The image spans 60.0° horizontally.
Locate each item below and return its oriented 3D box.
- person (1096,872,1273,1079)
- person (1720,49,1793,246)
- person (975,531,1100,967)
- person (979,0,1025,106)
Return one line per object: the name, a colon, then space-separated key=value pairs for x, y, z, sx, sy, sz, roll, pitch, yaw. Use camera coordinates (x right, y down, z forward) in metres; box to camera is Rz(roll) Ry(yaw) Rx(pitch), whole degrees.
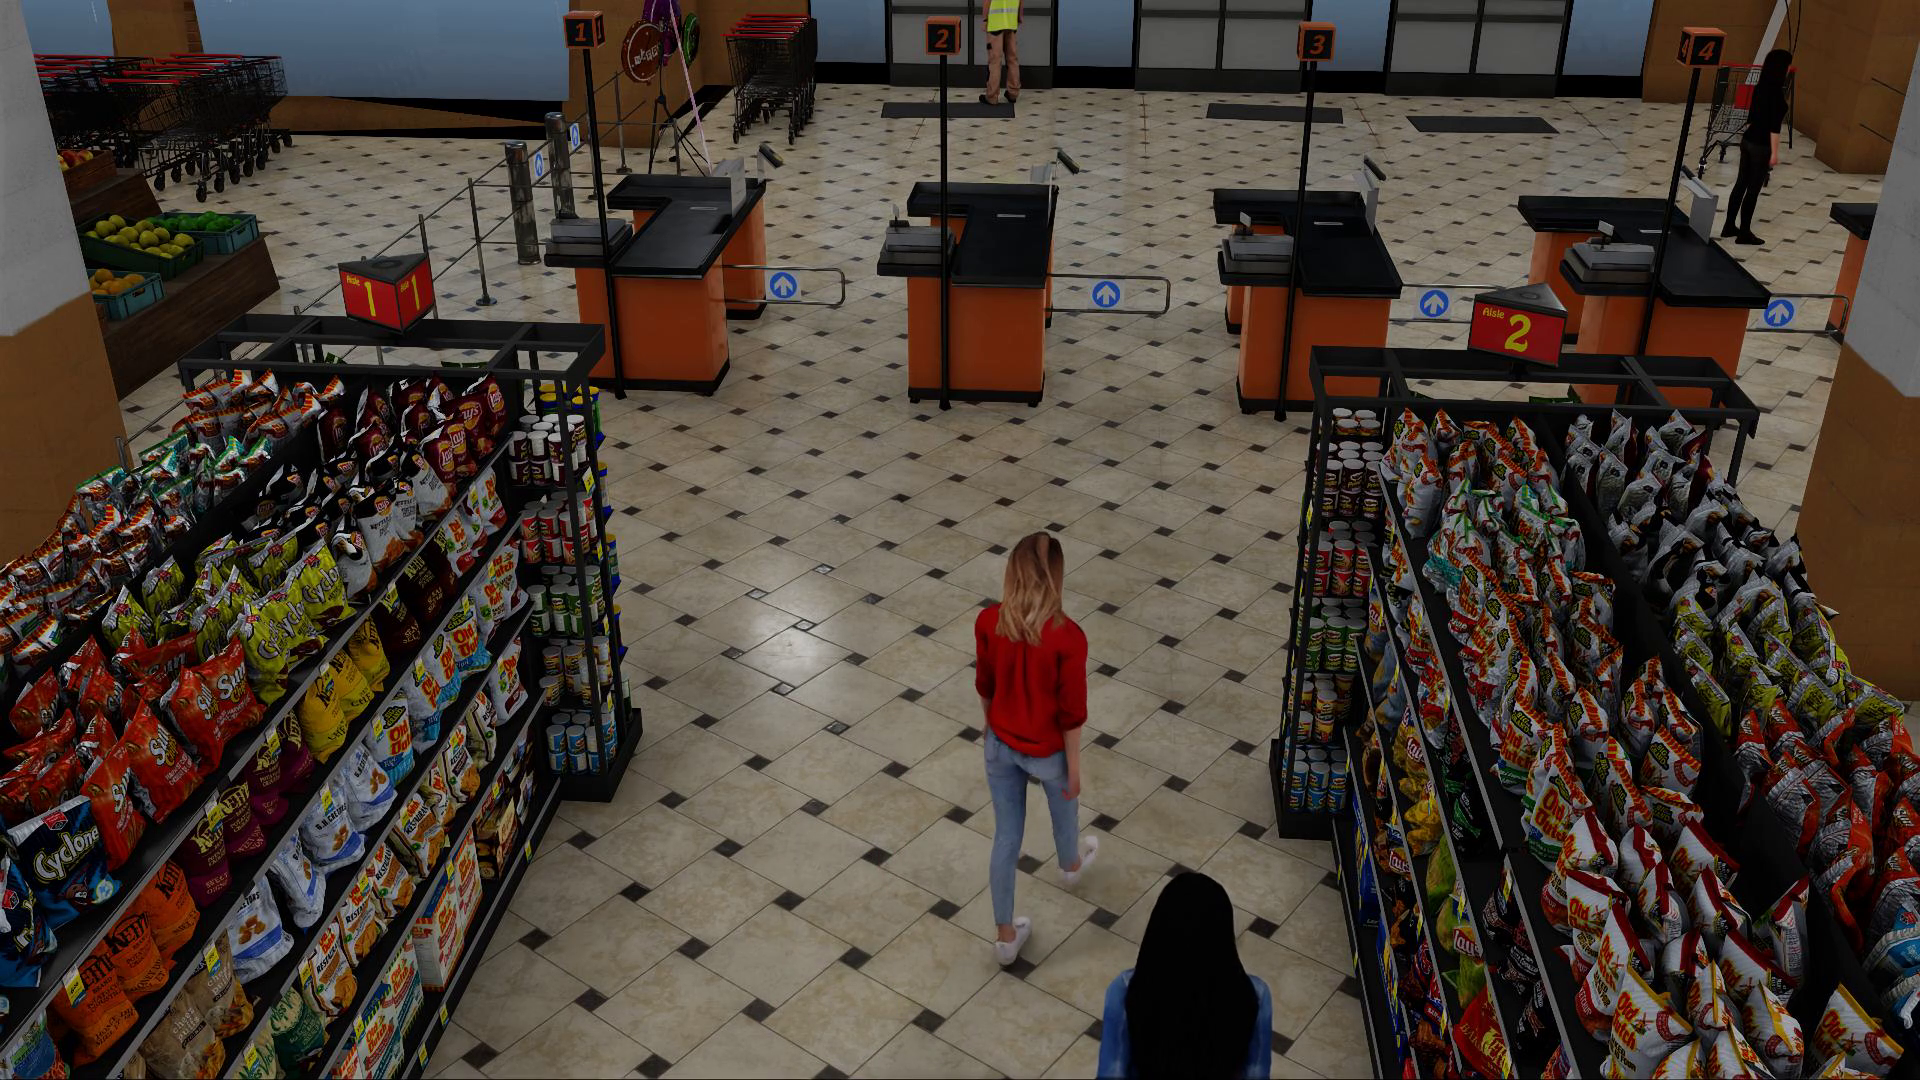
person: x=0.575 y=1.600 z=4.427 sx=0.628 sy=1.712 sz=0.541 roll=0 pitch=27 yaw=0
person: x=6.882 y=-3.393 z=14.351 sx=0.670 sy=1.642 sz=0.508 roll=-4 pitch=27 yaw=-7
person: x=0.216 y=0.808 z=6.029 sx=0.863 sy=1.675 sz=1.078 roll=13 pitch=29 yaw=23
person: x=0.474 y=-5.987 z=19.241 sx=0.849 sy=1.845 sz=0.889 roll=-14 pitch=30 yaw=-25
